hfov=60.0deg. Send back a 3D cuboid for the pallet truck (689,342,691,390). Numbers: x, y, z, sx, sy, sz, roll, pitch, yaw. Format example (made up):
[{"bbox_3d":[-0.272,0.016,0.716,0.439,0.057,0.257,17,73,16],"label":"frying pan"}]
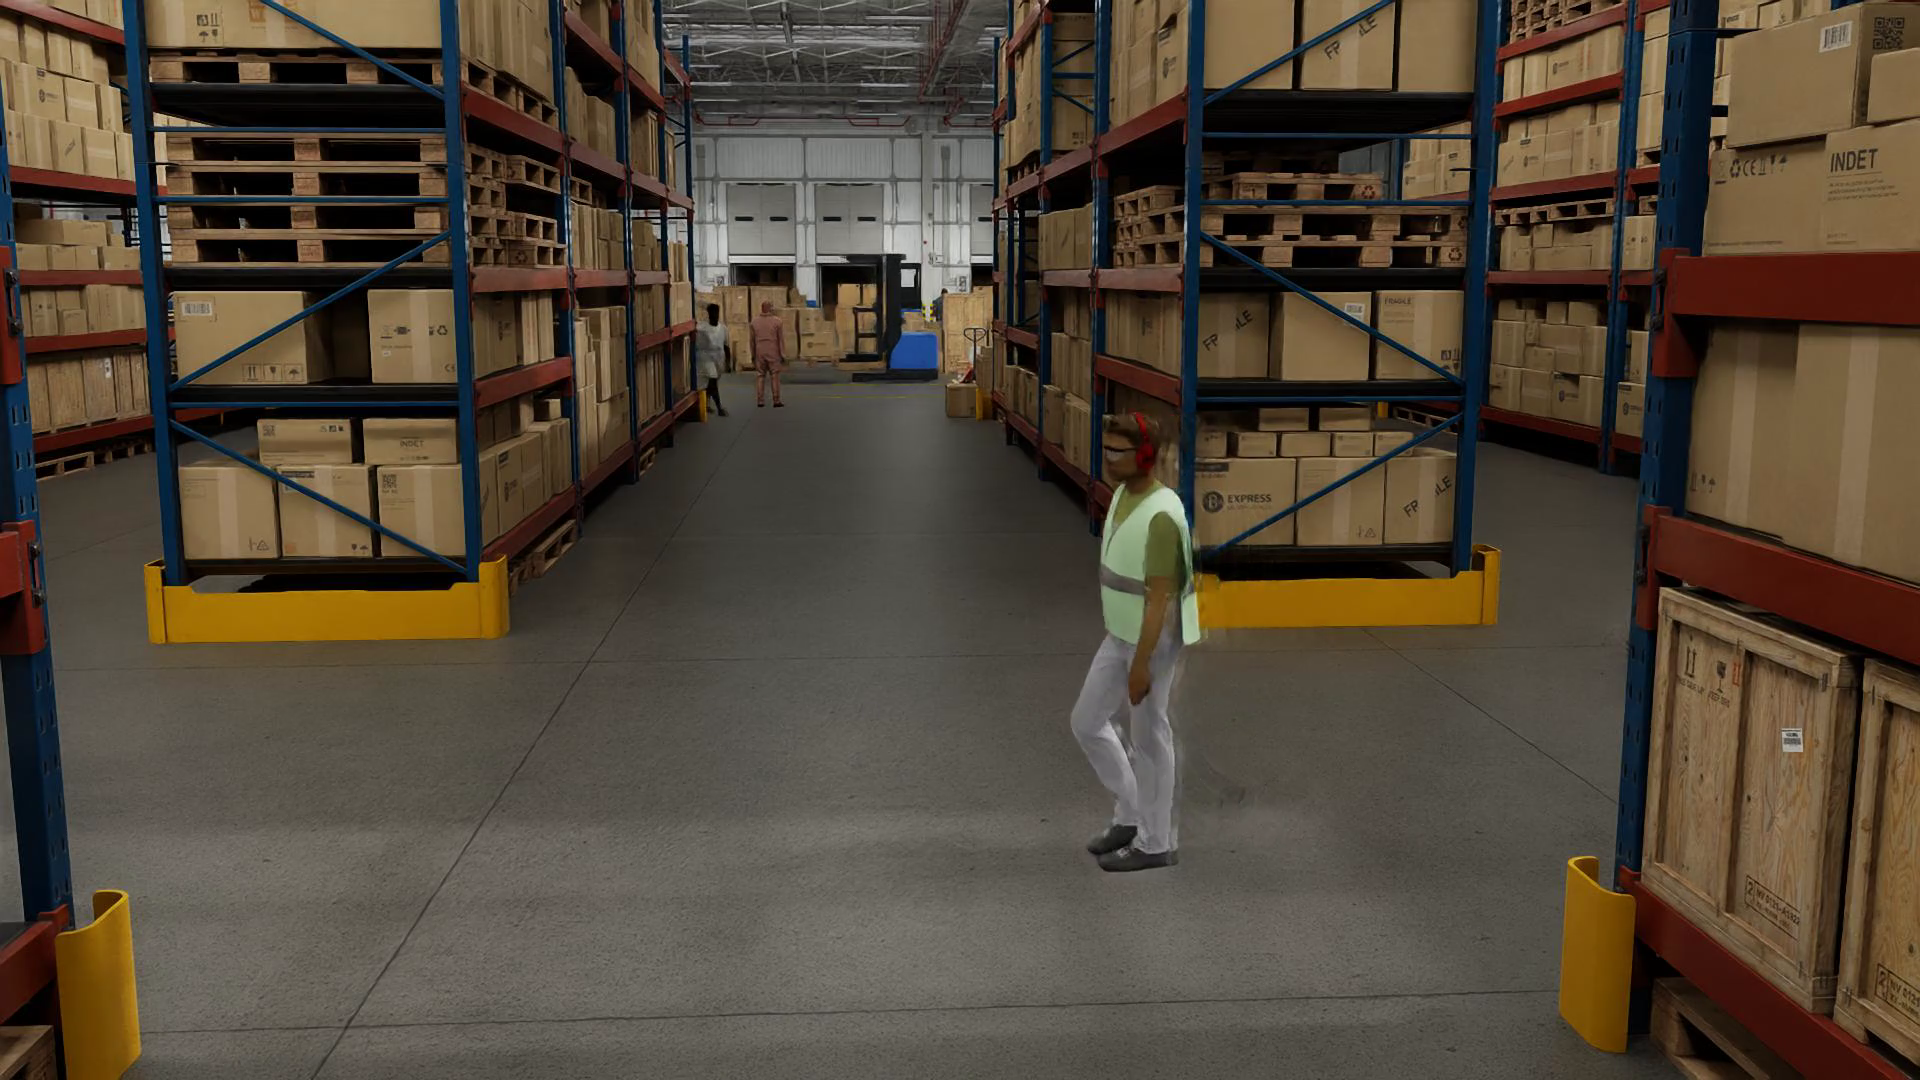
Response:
[{"bbox_3d":[-5.225,-3.008,27.480,1.885,1.965,0.823,2,9,14],"label":"pallet truck"}]

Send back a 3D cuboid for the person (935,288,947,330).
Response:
[{"bbox_3d":[-0.537,-7.283,54.509,0.628,1.939,0.374,5,10,28],"label":"person"}]

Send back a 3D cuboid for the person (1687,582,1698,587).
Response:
[{"bbox_3d":[4.073,0.152,8.820,0.369,1.618,0.525,-3,10,-19],"label":"person"}]

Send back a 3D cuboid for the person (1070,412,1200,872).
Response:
[{"bbox_3d":[0.672,0.412,6.513,0.497,1.828,0.607,-2,9,-13],"label":"person"}]

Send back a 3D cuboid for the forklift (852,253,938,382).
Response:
[{"bbox_3d":[-1.440,-4.903,36.619,1.873,2.768,1.129,-1,9,-5],"label":"forklift"}]

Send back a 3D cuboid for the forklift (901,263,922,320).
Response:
[{"bbox_3d":[-1.987,-9.022,62.479,1.129,2.768,1.873,-1,9,-4],"label":"forklift"}]

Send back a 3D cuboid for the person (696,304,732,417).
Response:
[{"bbox_3d":[-4.170,-3.022,27.923,0.617,1.900,1.111,-8,12,-41],"label":"person"}]

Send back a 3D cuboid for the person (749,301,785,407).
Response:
[{"bbox_3d":[-3.429,-3.322,29.745,0.646,1.904,0.401,2,9,11],"label":"person"}]
